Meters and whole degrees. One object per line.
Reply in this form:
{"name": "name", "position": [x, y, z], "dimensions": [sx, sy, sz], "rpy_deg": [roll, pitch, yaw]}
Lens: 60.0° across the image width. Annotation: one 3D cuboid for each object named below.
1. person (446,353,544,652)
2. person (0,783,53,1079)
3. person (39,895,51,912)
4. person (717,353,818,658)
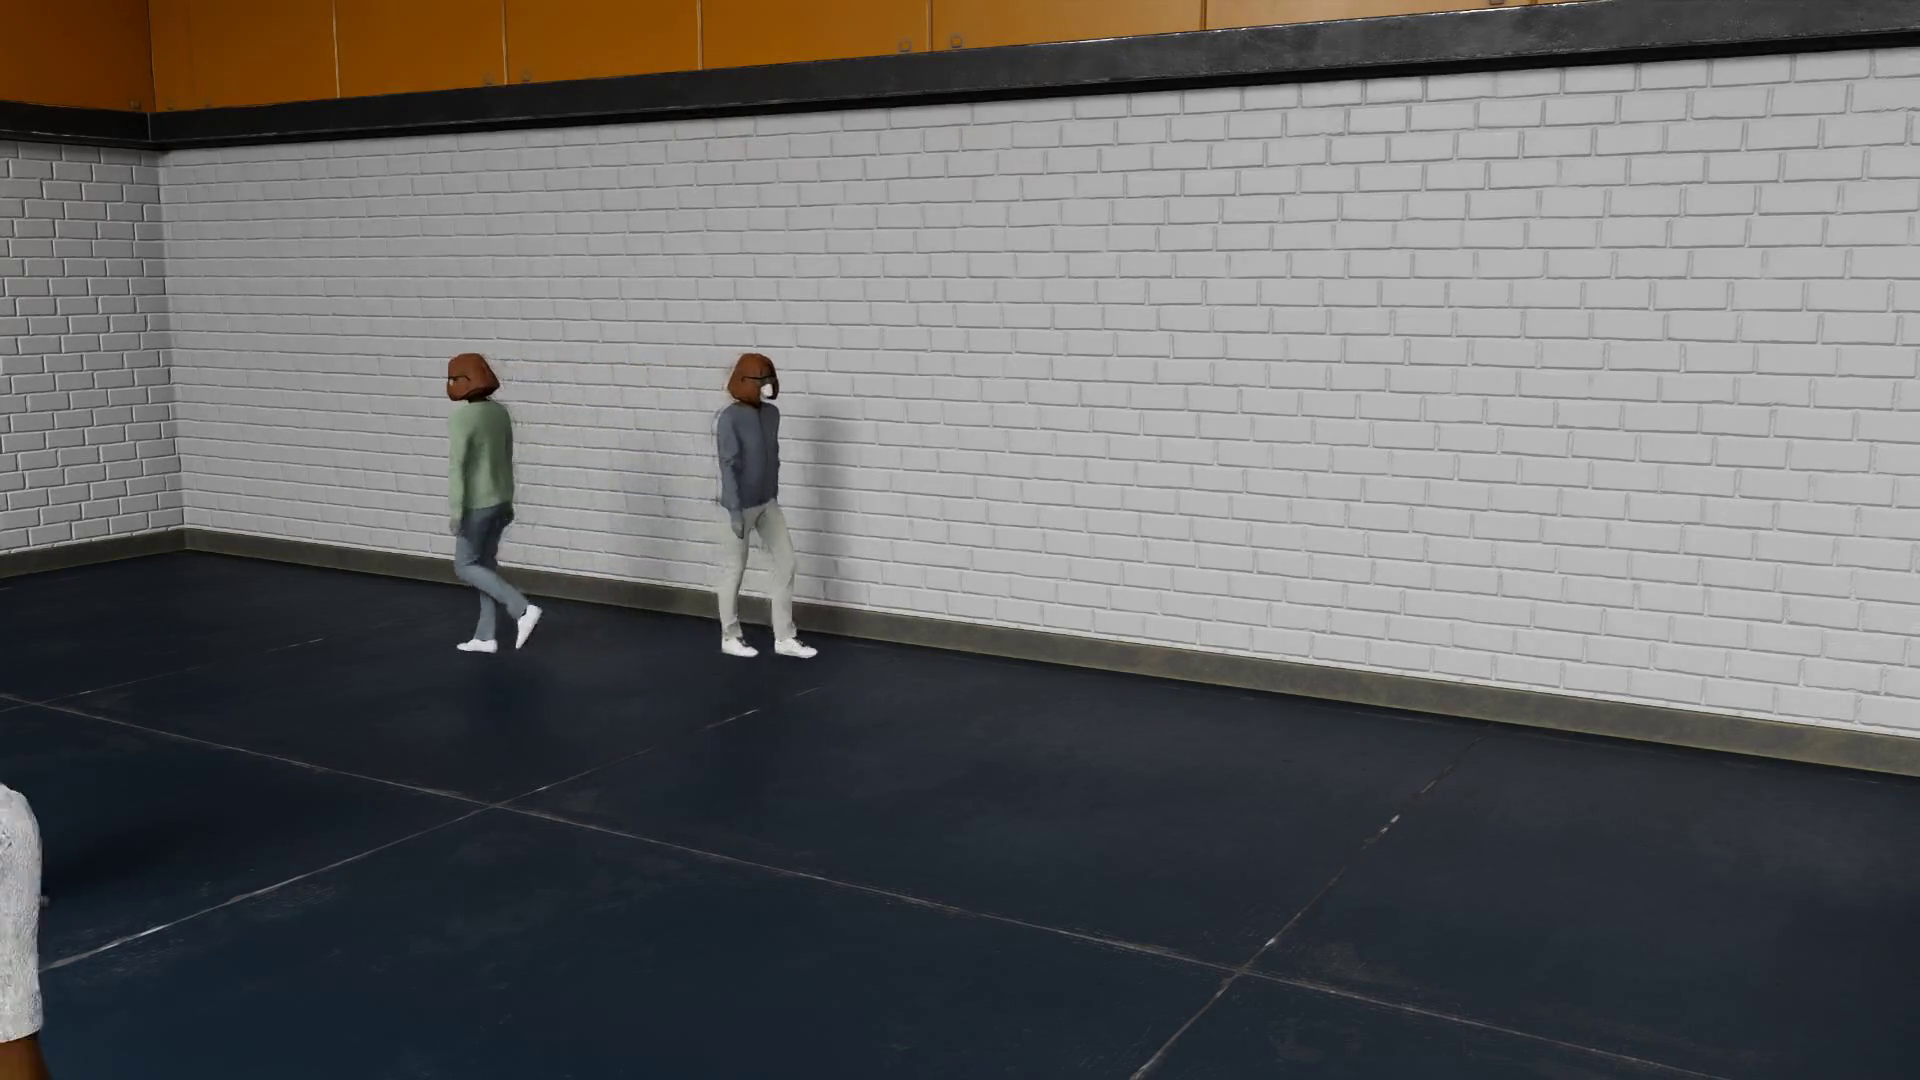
{"name": "person", "position": [-2.456, -0.174, 8.747], "dimensions": [0.514, 1.617, 0.528], "rpy_deg": [3, 10, 19]}
{"name": "person", "position": [-1.194, 0.829, 1.727], "dimensions": [0.551, 1.853, 0.438], "rpy_deg": [-3, 10, -17]}
{"name": "person", "position": [-3.300, 0.323, 4.995], "dimensions": [0.794, 1.823, 0.568], "rpy_deg": [-3, 10, -18]}
{"name": "person", "position": [-1.019, -0.160, 8.647], "dimensions": [0.676, 1.602, 0.522], "rpy_deg": [6, 11, 31]}
